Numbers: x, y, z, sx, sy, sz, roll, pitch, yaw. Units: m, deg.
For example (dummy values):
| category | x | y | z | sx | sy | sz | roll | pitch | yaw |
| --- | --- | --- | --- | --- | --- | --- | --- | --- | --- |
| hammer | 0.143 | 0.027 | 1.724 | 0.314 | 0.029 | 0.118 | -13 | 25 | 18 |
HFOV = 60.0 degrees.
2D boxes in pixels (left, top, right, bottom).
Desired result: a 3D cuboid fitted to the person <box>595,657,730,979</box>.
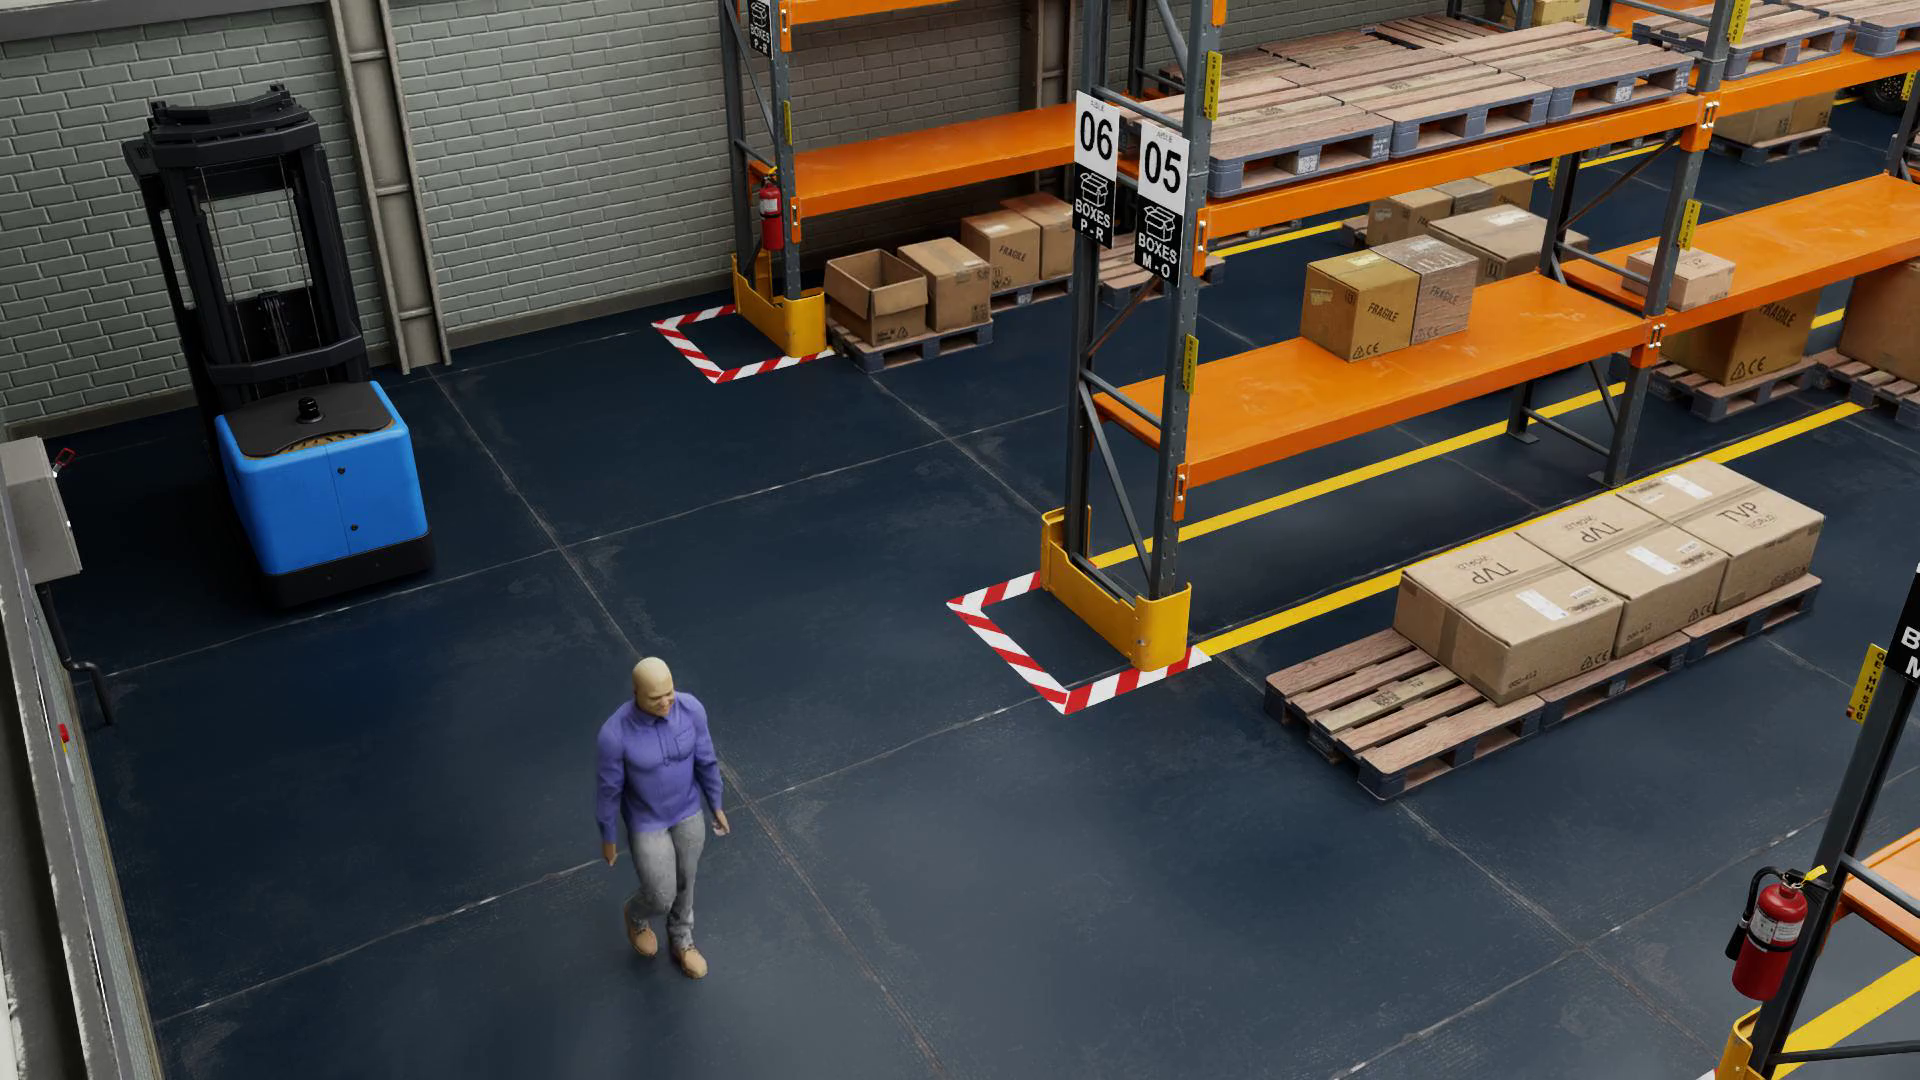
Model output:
| category | x | y | z | sx | sy | sz | roll | pitch | yaw |
| --- | --- | --- | --- | --- | --- | --- | --- | --- | --- |
| person | -1.353 | 1.251 | 7.480 | 0.570 | 1.782 | 0.450 | -23 | 38 | -32 |

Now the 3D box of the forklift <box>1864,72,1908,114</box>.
| category | x | y | z | sx | sy | sz | roll | pitch | yaw |
| --- | --- | --- | --- | --- | --- | --- | --- | --- | --- |
| forklift | 11.468 | -5.645 | 18.244 | 1.214 | 2.155 | 2.313 | -17 | 36 | -26 |

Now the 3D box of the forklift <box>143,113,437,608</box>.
| category | x | y | z | sx | sy | sz | roll | pitch | yaw |
| --- | --- | --- | --- | --- | --- | --- | --- | --- | --- |
| forklift | -4.289 | -1.259 | 10.509 | 1.129 | 2.768 | 1.873 | -17 | 36 | -26 |
